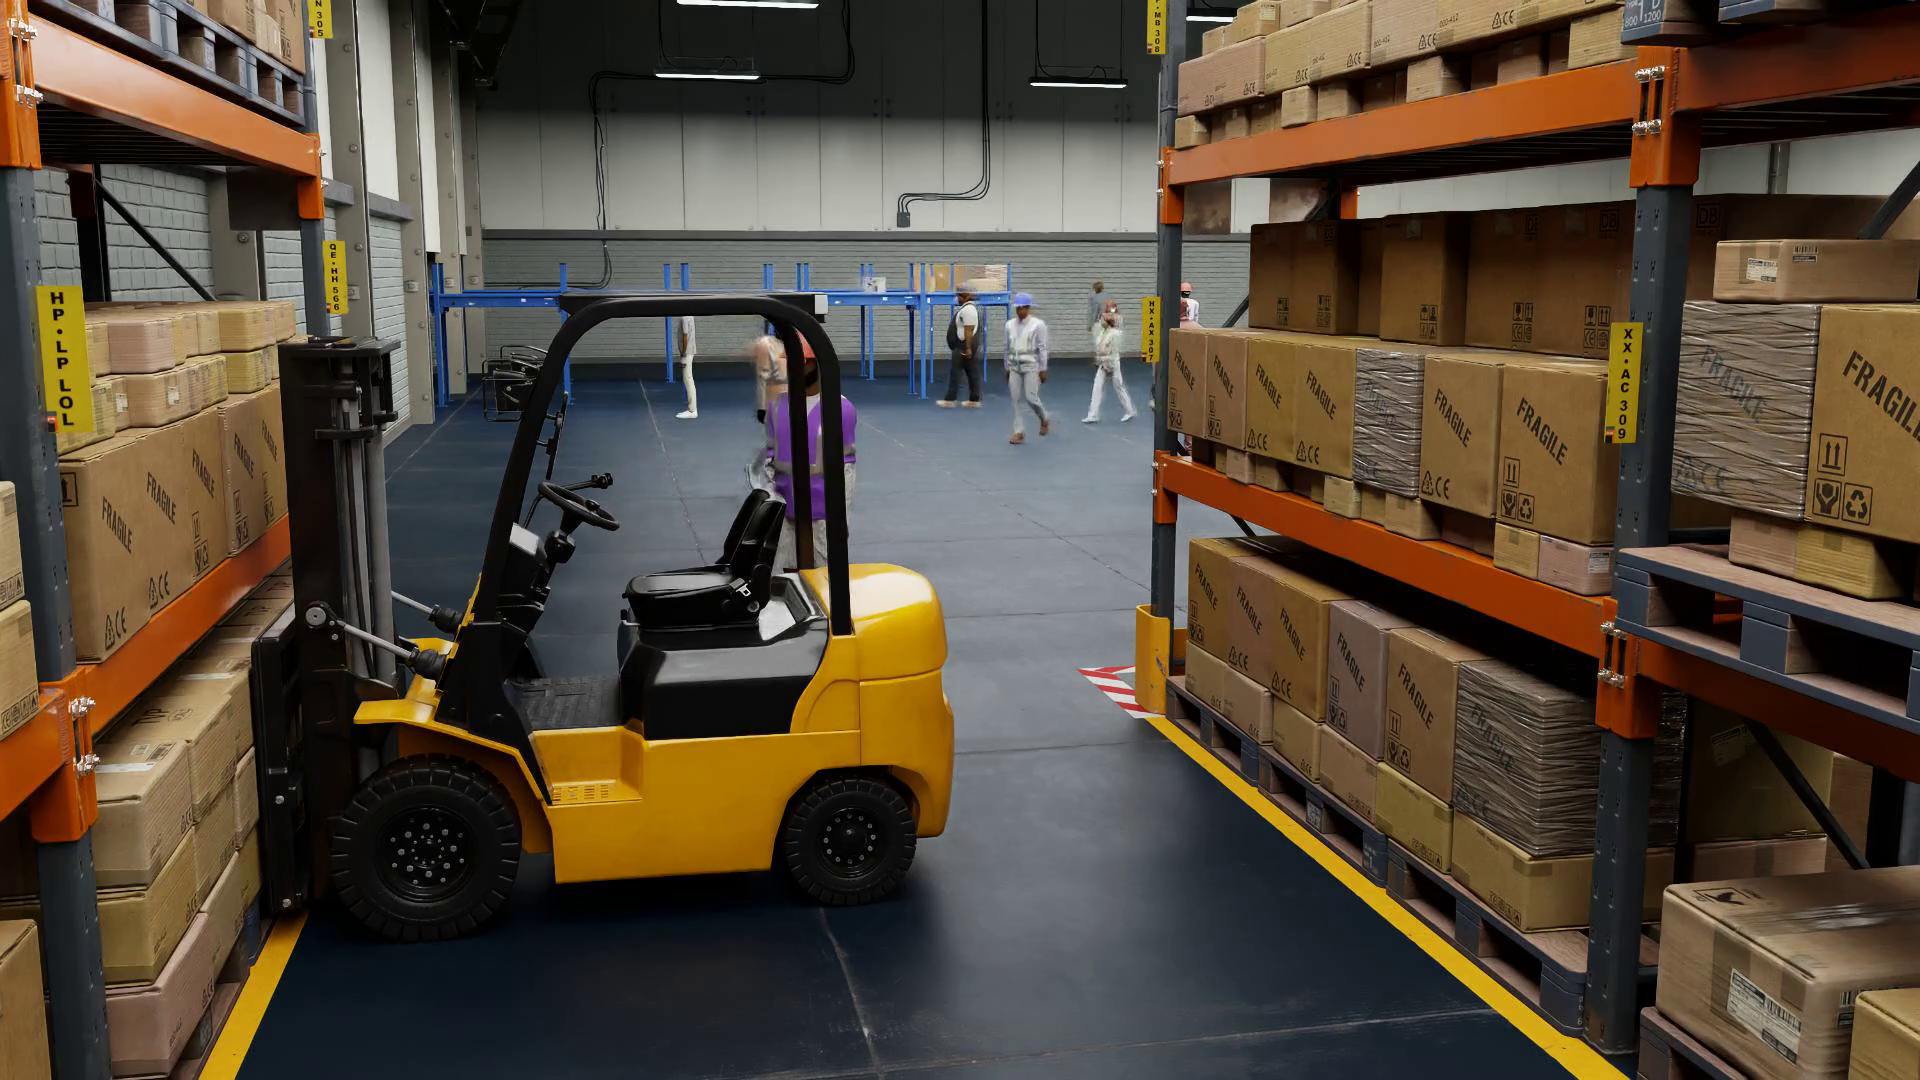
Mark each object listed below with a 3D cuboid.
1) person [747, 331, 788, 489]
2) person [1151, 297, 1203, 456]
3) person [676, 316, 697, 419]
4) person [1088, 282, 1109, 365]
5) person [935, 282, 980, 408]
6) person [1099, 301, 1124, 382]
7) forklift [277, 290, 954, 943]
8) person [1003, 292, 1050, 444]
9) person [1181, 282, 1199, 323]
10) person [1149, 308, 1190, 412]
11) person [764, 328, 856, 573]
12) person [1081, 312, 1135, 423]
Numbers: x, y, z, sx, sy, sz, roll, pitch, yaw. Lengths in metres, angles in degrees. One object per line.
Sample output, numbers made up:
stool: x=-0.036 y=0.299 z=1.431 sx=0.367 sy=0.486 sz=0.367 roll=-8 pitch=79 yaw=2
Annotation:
person: x=-1.773 y=-1.347 z=16.139 sx=0.561 sy=1.910 sz=0.614 roll=8 pitch=12 yaw=39
person: x=2.503 y=-1.847 z=19.213 sx=0.652 sy=1.906 sz=0.408 roll=-3 pitch=10 yaw=-19
person: x=-4.118 y=-2.762 z=24.955 sx=0.311 sy=1.859 sz=0.510 roll=-1 pitch=9 yaw=-5
person: x=3.220 y=-4.953 z=38.175 sx=0.431 sy=1.907 sz=0.678 roll=7 pitch=12 yaw=37
person: x=-0.019 y=-3.137 z=26.798 sx=0.706 sy=2.000 sz=0.699 roll=1 pitch=9 yaw=8
person: x=2.953 y=-3.876 z=32.552 sx=0.512 sy=1.579 sz=0.878 roll=-2 pitch=10 yaw=-15
forklift: x=-1.179 y=0.175 z=6.143 sx=2.313 sy=2.155 sz=1.214 roll=-2 pitch=10 yaw=-12
person: x=0.865 y=-2.219 z=21.399 sx=0.611 sy=1.935 sz=0.586 roll=6 pitch=11 yaw=34
person: x=4.557 y=-4.237 z=33.686 sx=0.548 sy=1.937 sz=0.379 roll=-4 pitch=10 yaw=-21
person: x=3.325 y=-2.793 z=25.774 sx=0.901 sy=1.652 sz=0.530 roll=-6 pitch=11 yaw=-32
person: x=-0.814 y=-0.165 z=8.853 sx=0.545 sy=1.942 sz=0.354 roll=5 pitch=10 yaw=26
person: x=2.203 y=-2.507 z=24.185 sx=0.840 sy=1.603 sz=0.525 roll=-5 pitch=11 yaw=-29
